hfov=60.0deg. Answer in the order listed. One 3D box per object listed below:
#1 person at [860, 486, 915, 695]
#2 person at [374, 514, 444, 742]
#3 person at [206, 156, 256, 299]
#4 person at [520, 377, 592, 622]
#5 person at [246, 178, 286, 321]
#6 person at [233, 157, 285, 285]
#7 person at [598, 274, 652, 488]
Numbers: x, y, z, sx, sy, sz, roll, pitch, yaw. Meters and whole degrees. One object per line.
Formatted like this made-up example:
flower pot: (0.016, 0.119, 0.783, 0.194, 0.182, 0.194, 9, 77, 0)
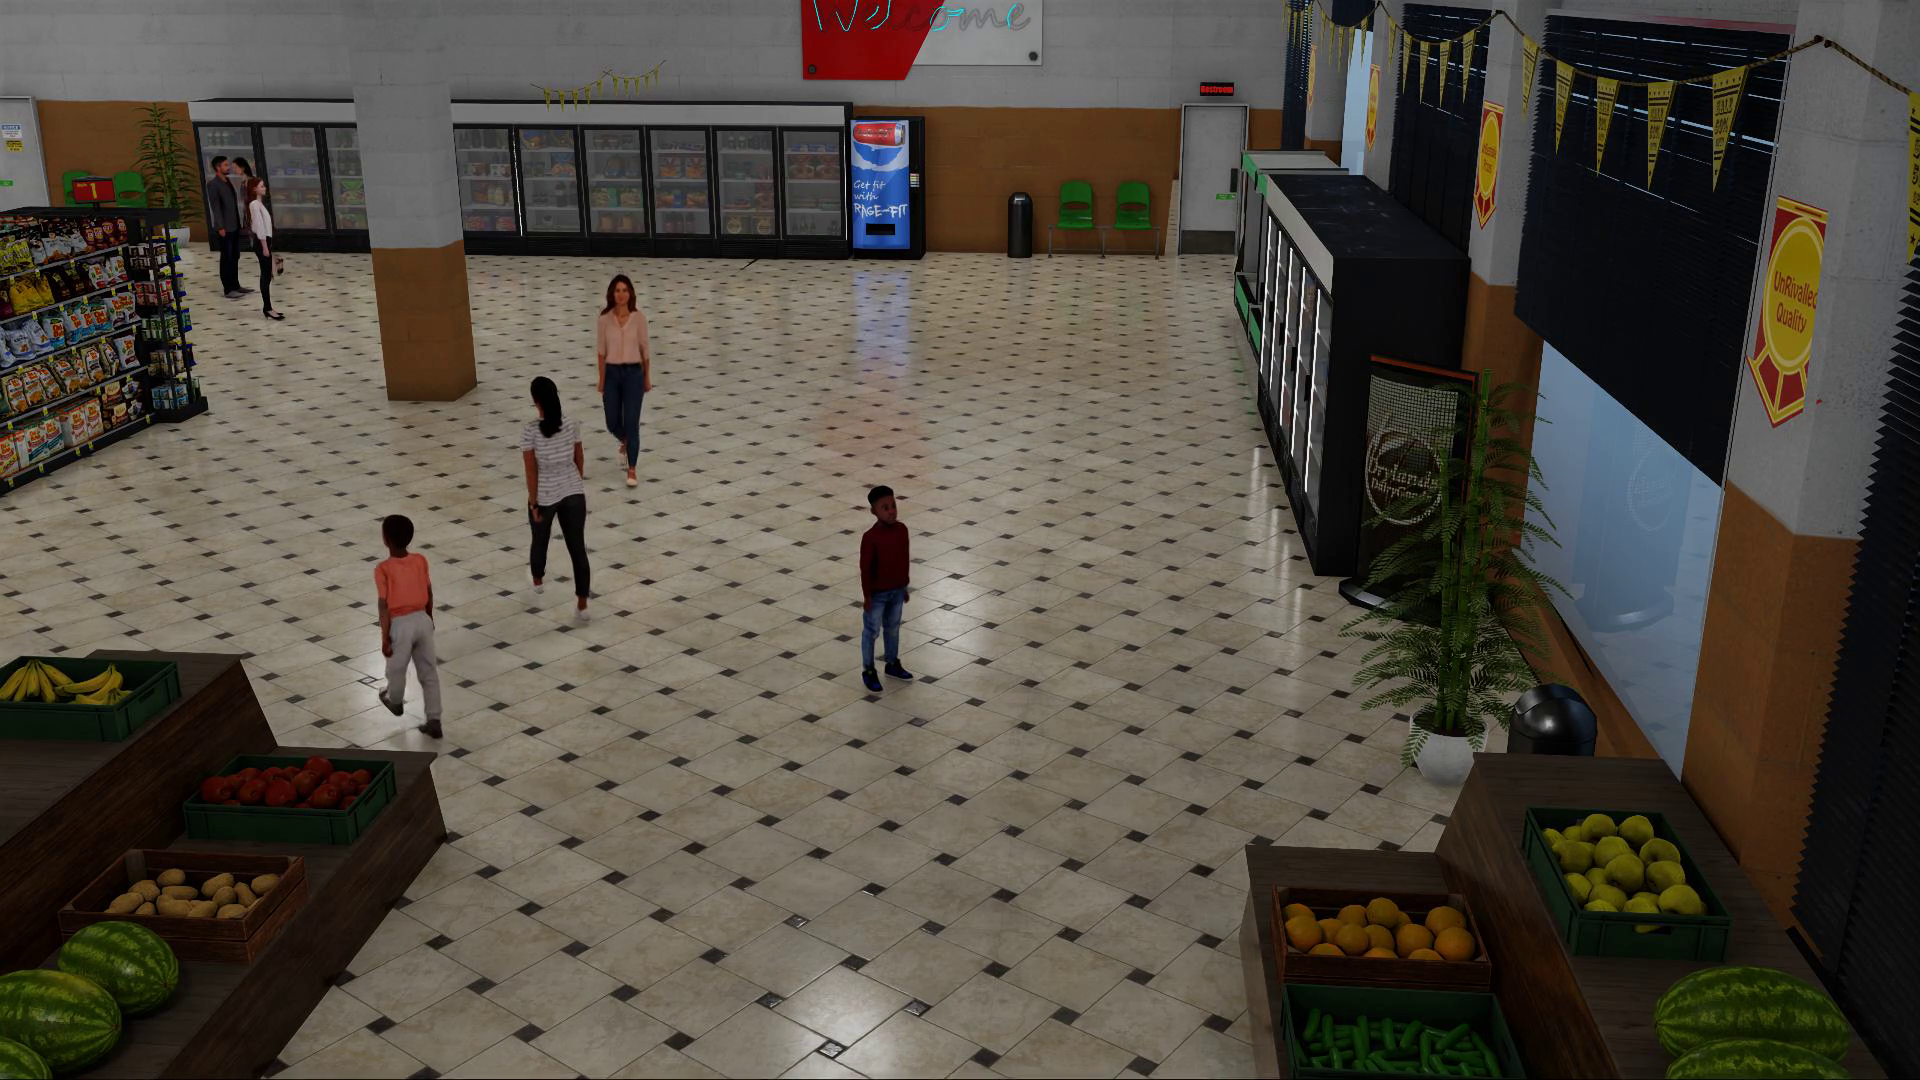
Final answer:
person: (-0.457, 0.275, 10.012, 0.577, 1.255, 0.641, -16, 24, -39)
person: (-3.047, 0.511, 9.270, 0.868, 1.281, 0.930, -15, 24, -37)
person: (-9.861, -4.220, 22.374, 0.758, 1.874, 0.556, 0, 19, 1)
person: (-2.622, -0.235, 10.997, 0.981, 1.591, 1.159, -10, 21, -27)
person: (-8.761, -3.665, 20.907, 0.724, 1.760, 0.600, -8, 20, -22)
person: (-9.771, -4.451, 23.255, 0.941, 1.749, 0.882, -17, 25, -41)
person: (-2.840, -1.365, 14.058, 0.699, 1.777, 0.907, -2, 19, -6)
